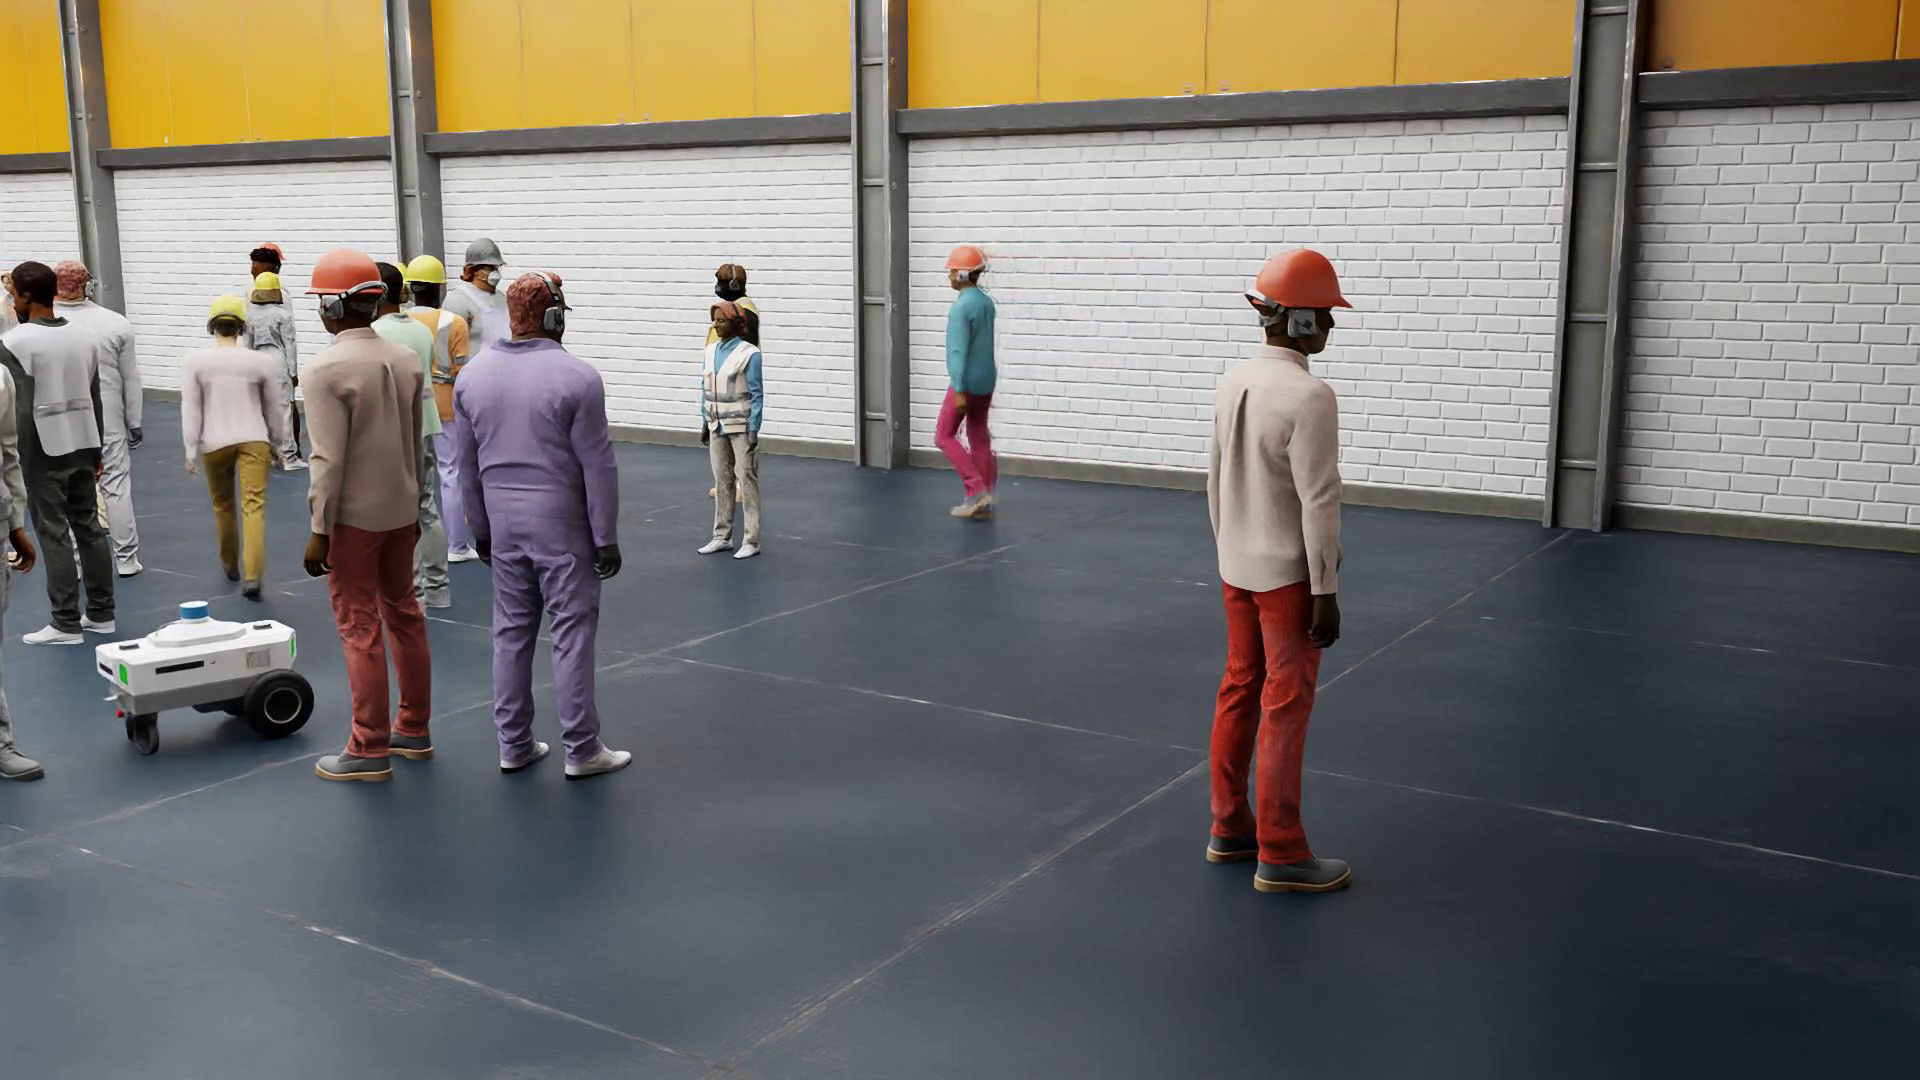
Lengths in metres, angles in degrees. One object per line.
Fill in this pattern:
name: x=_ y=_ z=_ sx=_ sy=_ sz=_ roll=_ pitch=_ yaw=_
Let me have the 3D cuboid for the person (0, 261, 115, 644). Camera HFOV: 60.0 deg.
person: x=-4.532 y=-0.430 z=8.359 sx=0.376 sy=1.915 sz=0.599 roll=2 pitch=11 yaw=13

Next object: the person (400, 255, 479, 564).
person: x=-3.298 y=-0.802 z=10.391 sx=0.587 sy=1.927 sz=0.364 roll=1 pitch=10 yaw=7

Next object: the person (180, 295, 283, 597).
person: x=-4.175 y=-0.543 z=9.571 sx=0.544 sy=1.720 sz=0.933 roll=-5 pitch=11 yaw=-24

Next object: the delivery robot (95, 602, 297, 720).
delivery robot: x=-3.091 y=0.494 z=6.750 sx=0.707 sy=0.478 sz=0.477 roll=-9 pitch=14 yaw=-41

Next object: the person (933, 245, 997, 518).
person: x=0.055 y=-1.128 z=12.026 sx=0.423 sy=1.981 sz=0.611 roll=6 pitch=12 yaw=28

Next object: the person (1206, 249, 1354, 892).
person: x=1.009 y=0.097 z=5.219 sx=0.390 sy=1.992 sz=0.624 roll=-4 pitch=11 yaw=-21

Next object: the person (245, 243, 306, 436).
person: x=-7.062 y=-2.048 z=17.104 sx=0.625 sy=1.992 sz=0.388 roll=7 pitch=12 yaw=32

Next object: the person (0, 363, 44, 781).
person: x=-3.672 y=-0.028 z=6.052 sx=0.402 sy=1.944 sz=0.605 roll=5 pitch=12 yaw=27

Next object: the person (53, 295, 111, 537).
person: x=-6.006 y=-0.879 z=11.296 sx=0.342 sy=1.749 sz=0.570 roll=-9 pitch=13 yaw=-39

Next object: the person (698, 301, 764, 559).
person: x=-1.457 y=-0.702 z=10.625 sx=0.514 sy=1.642 sz=0.310 roll=8 pitch=13 yaw=38

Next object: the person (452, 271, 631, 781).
person: x=-1.551 y=-0.047 z=6.260 sx=0.651 sy=1.907 sz=0.409 roll=4 pitch=11 yaw=20

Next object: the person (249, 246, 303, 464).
person: x=-6.200 y=-1.666 z=15.069 sx=0.373 sy=1.966 sz=0.607 roll=-7 pitch=13 yaw=-36

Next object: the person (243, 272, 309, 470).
person: x=-6.057 y=-1.482 z=14.671 sx=0.484 sy=1.744 sz=0.295 roll=2 pitch=10 yaw=9

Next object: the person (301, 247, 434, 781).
person: x=-2.244 y=-0.093 z=6.268 sx=0.382 sy=1.993 sz=0.622 roll=3 pitch=11 yaw=18

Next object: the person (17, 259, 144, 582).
person: x=-5.204 y=-0.700 z=9.884 sx=0.649 sy=1.907 sz=0.409 roll=-6 pitch=12 yaw=-30

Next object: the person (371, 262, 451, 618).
person: x=-2.998 y=-0.530 z=8.952 sx=0.391 sy=1.908 sz=0.585 roll=2 pitch=11 yaw=13

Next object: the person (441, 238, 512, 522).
person: x=-3.348 y=-1.140 z=11.946 sx=0.537 sy=2.000 sz=0.679 roll=4 pitch=11 yaw=20

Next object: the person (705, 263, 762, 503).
person: x=-1.757 y=-1.213 z=12.908 sx=0.429 sy=1.844 sz=0.624 roll=-4 pitch=11 yaw=-21
